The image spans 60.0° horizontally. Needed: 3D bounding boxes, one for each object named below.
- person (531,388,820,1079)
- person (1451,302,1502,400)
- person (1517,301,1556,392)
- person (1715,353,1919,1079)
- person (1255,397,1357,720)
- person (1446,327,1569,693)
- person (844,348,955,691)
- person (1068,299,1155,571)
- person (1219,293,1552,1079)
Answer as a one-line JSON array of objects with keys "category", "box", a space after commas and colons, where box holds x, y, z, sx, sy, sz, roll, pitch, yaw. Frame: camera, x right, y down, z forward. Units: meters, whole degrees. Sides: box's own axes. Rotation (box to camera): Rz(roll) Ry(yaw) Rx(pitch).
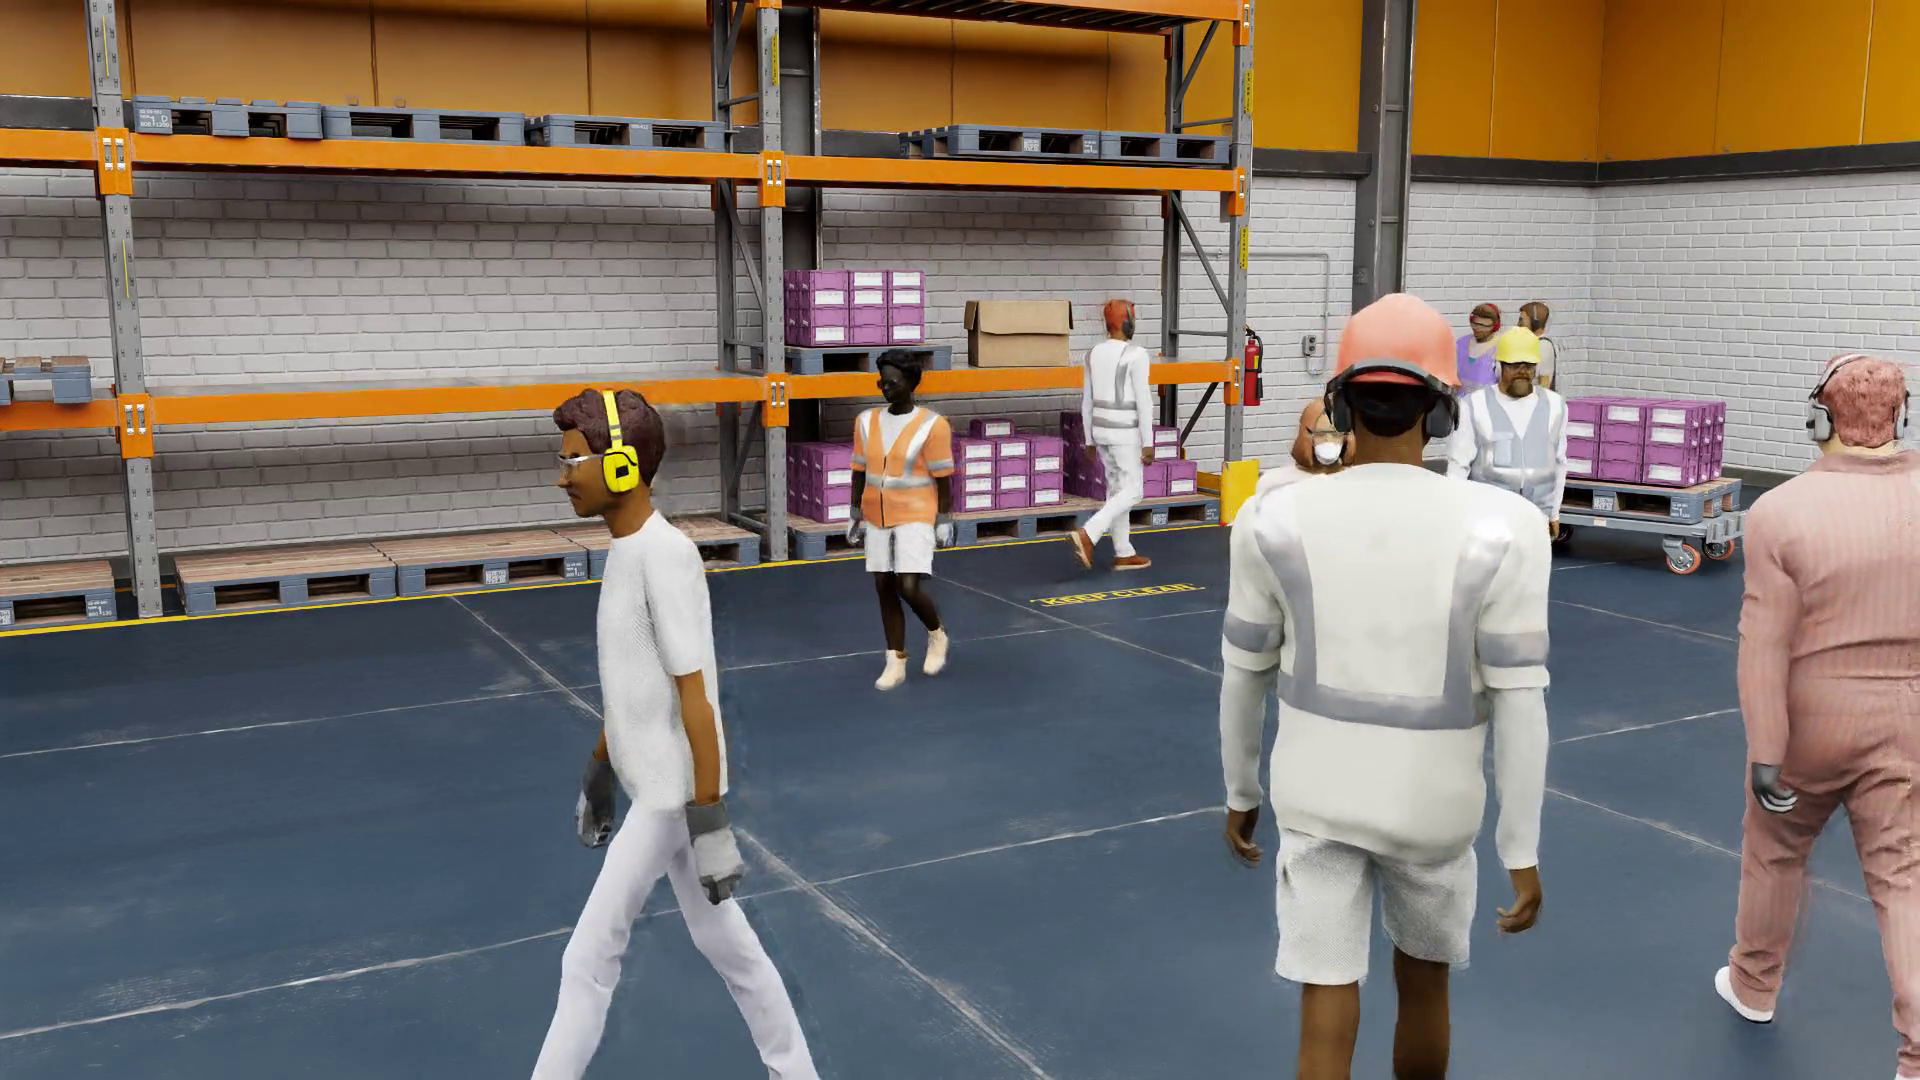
[{"category": "person", "box": [-0.743, 0.570, 3.718, 0.991, 1.803, 0.533, -2, 10, -15]}, {"category": "person", "box": [4.089, -0.950, 12.965, 0.637, 1.804, 0.659, -5, 10, -27]}, {"category": "person", "box": [4.641, -1.045, 13.591, 0.946, 1.794, 0.514, 3, 10, 17]}, {"category": "person", "box": [2.264, 0.467, 4.186, 0.637, 1.867, 0.968, 1, 9, 6]}, {"category": "person", "box": [1.309, 0.286, 6.071, 0.500, 1.597, 0.814, 1, 9, 7]}, {"category": "person", "box": [2.737, -0.174, 8.337, 0.614, 1.781, 0.949, 1, 9, 4]}, {"category": "person", "box": [-0.299, -0.098, 8.159, 0.539, 1.683, 0.394, 6, 11, 31]}, {"category": "person", "box": [1.022, -0.685, 11.187, 0.715, 1.866, 0.586, -7, 11, -35]}, {"category": "person", "box": [0.869, 0.509, 3.453, 0.644, 2.009, 0.909, 3, 10, 18]}]
